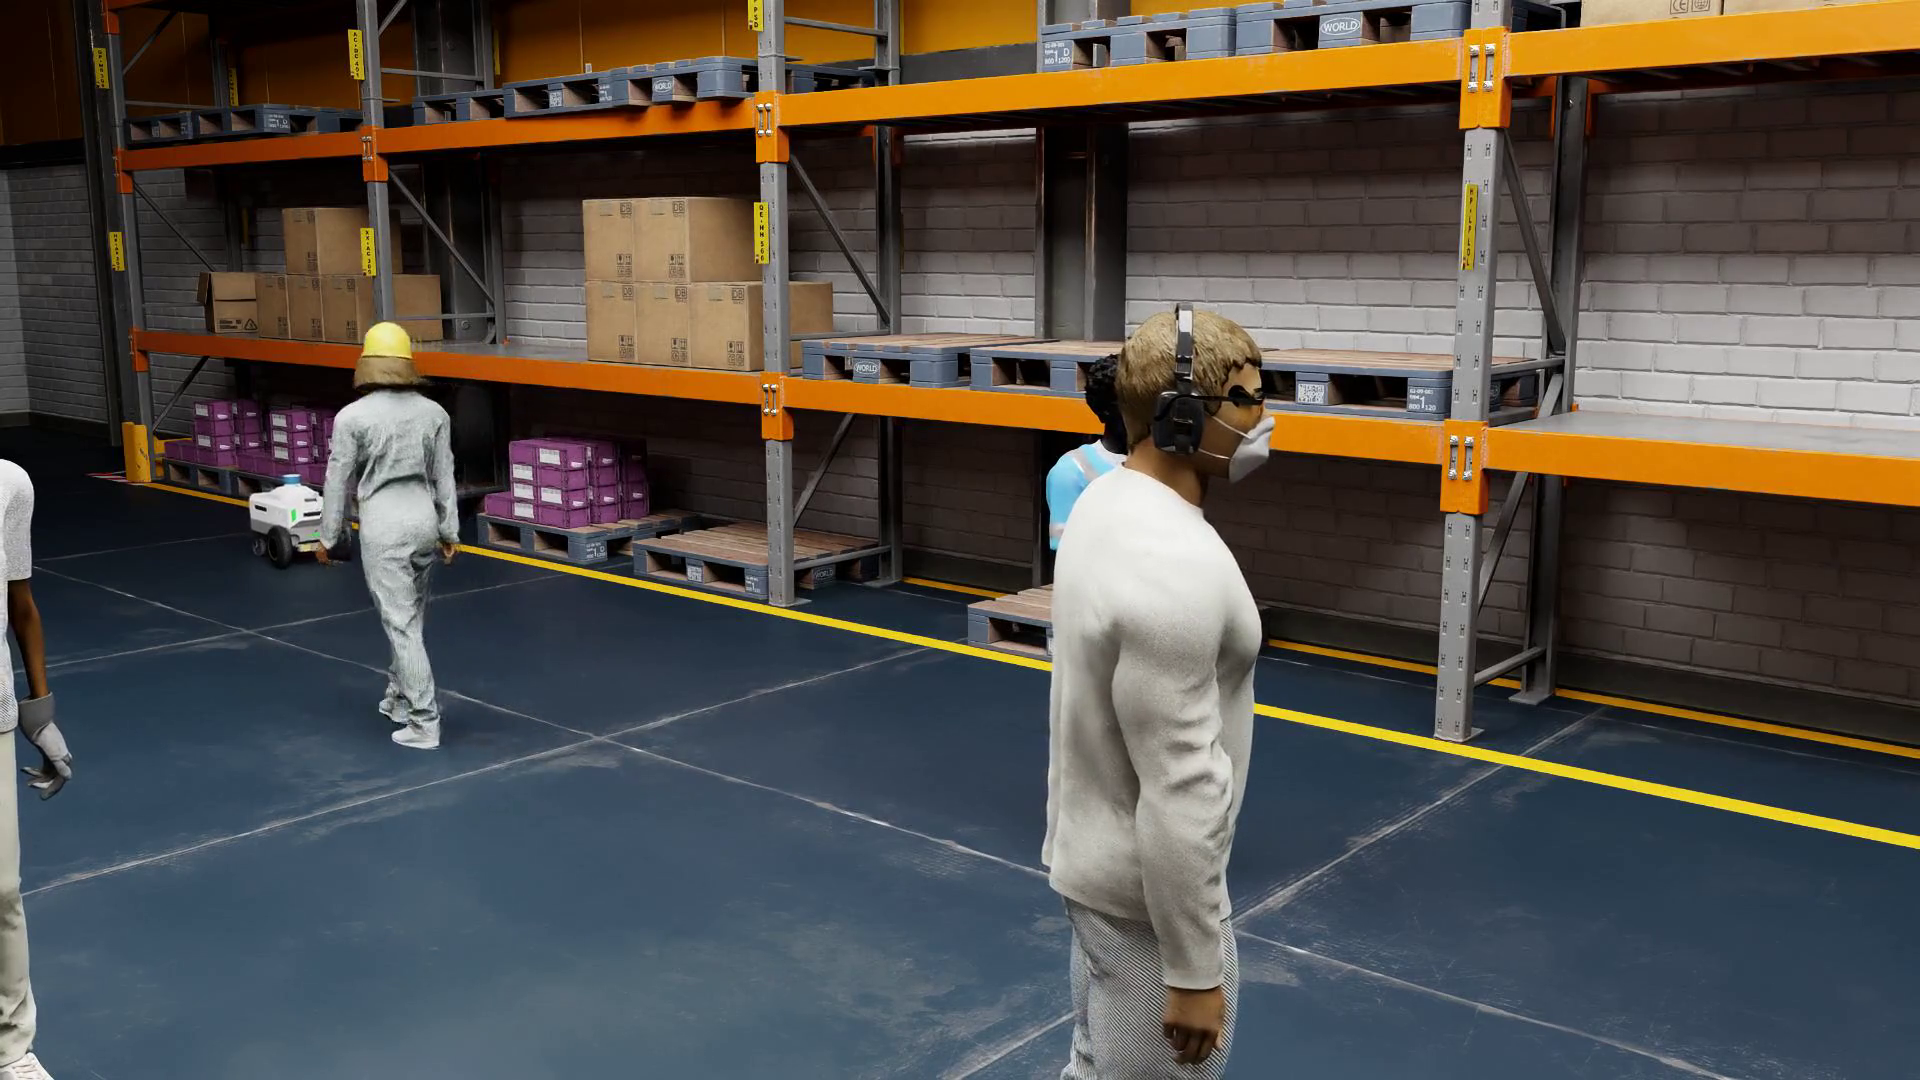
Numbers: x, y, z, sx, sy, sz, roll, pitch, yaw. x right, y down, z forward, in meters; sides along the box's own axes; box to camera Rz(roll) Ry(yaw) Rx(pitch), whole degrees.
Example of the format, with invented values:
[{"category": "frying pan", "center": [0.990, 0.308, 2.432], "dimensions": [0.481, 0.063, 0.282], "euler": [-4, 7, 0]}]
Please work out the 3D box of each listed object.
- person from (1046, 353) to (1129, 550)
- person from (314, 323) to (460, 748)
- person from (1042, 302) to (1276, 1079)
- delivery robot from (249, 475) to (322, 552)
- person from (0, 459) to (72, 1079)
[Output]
[{"category": "person", "center": [0.499, 0.248, 5.347], "dimensions": [0.533, 1.697, 0.318], "euler": [-9, 13, -41]}, {"category": "person", "center": [-2.373, -0.026, 6.839], "dimensions": [0.762, 1.710, 0.511], "euler": [8, 13, 39]}, {"category": "person", "center": [0.315, 0.585, 2.741], "dimensions": [0.354, 1.937, 0.635], "euler": [-1, 10, -5]}, {"category": "delivery robot", "center": [-4.311, -0.181, 10.771], "dimensions": [0.477, 0.478, 0.707], "euler": [-10, 14, -44]}, {"category": "person", "center": [-2.295, 0.445, 3.735], "dimensions": [0.310, 1.869, 0.531], "euler": [10, 14, 44]}]
